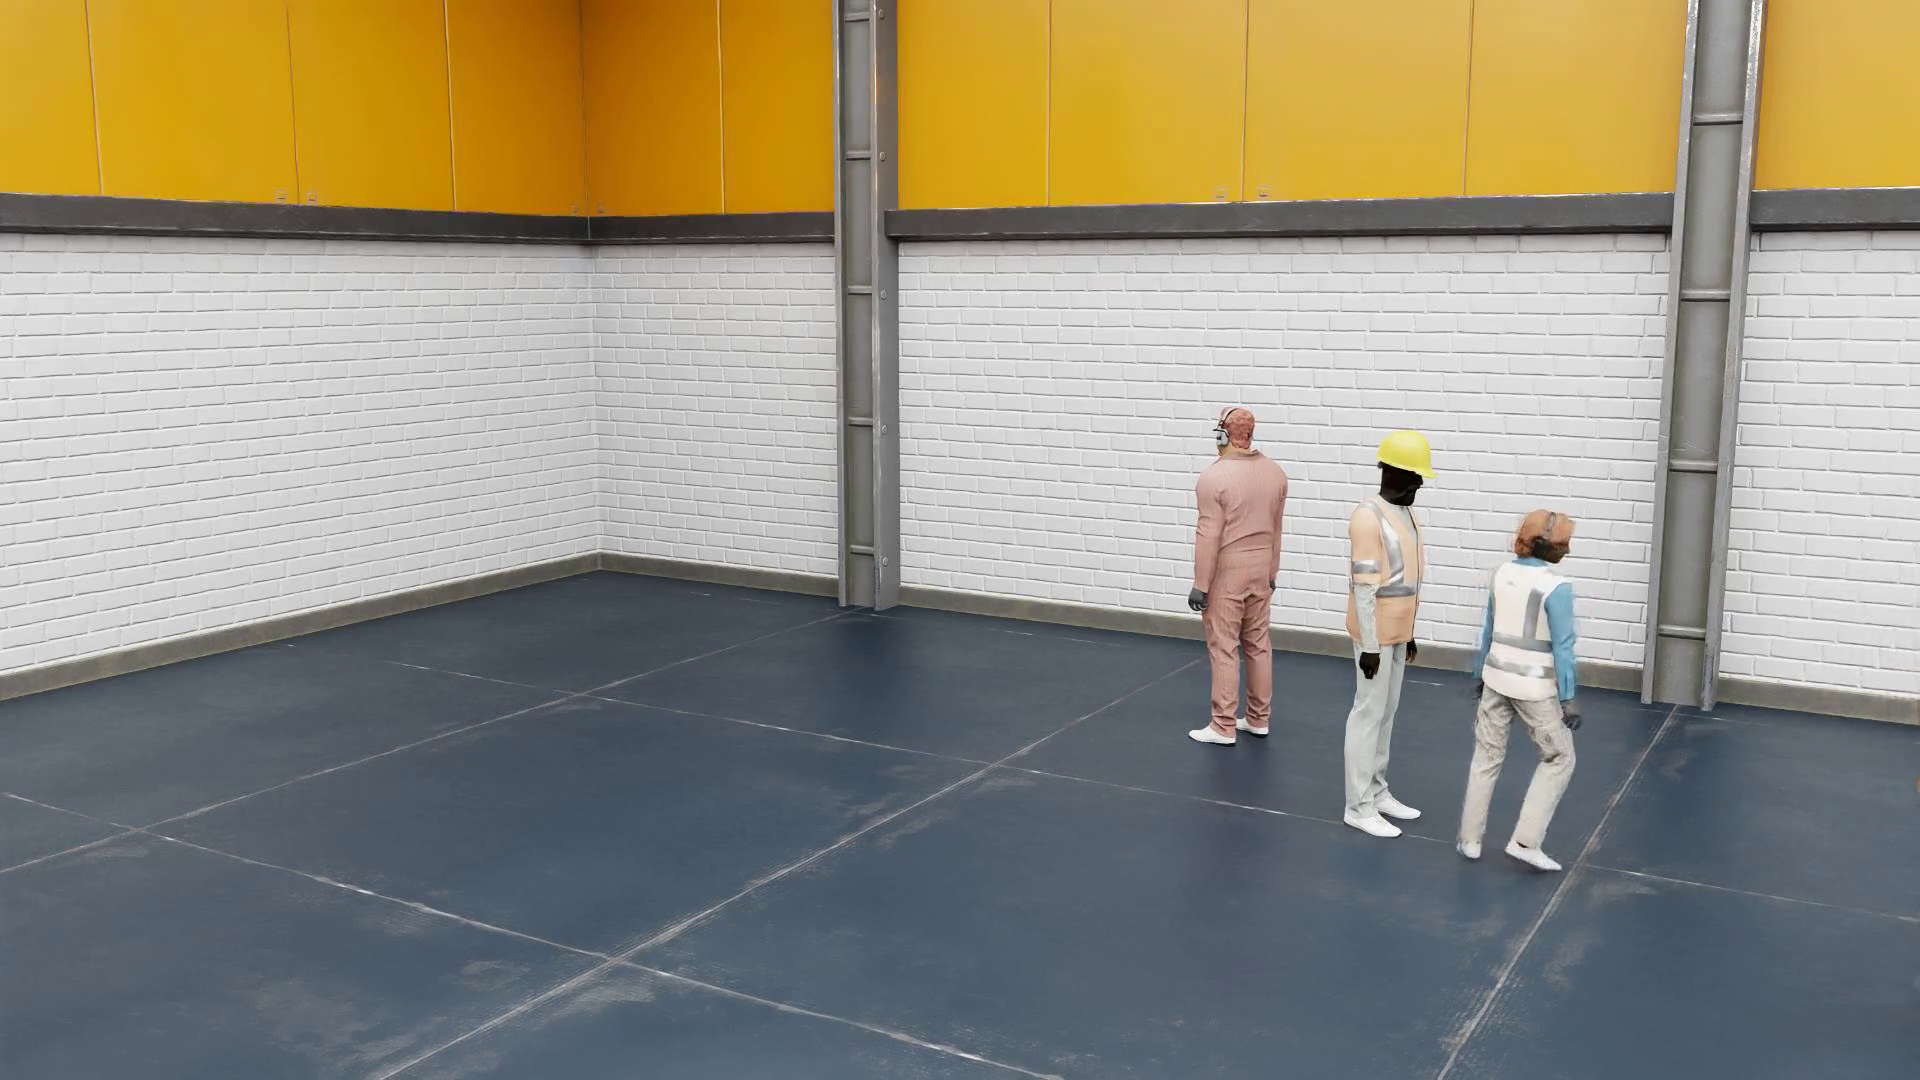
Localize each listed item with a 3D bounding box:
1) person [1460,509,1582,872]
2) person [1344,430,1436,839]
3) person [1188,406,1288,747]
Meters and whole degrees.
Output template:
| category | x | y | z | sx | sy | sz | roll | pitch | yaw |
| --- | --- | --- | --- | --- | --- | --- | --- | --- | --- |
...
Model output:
| category | x | y | z | sx | sy | sz | roll | pitch | yaw |
| --- | --- | --- | --- | --- | --- | --- | --- | --- | --- |
| person | 2.485 | 0.669 | 7.329 | 0.388 | 1.620 | 0.607 | -4 | 10 | -22 |
| person | 2.039 | 0.432 | 7.908 | 0.379 | 1.918 | 0.585 | 6 | 11 | 32 |
| person | 1.531 | 0.203 | 9.375 | 0.645 | 1.907 | 0.400 | -6 | 11 | -35 |
